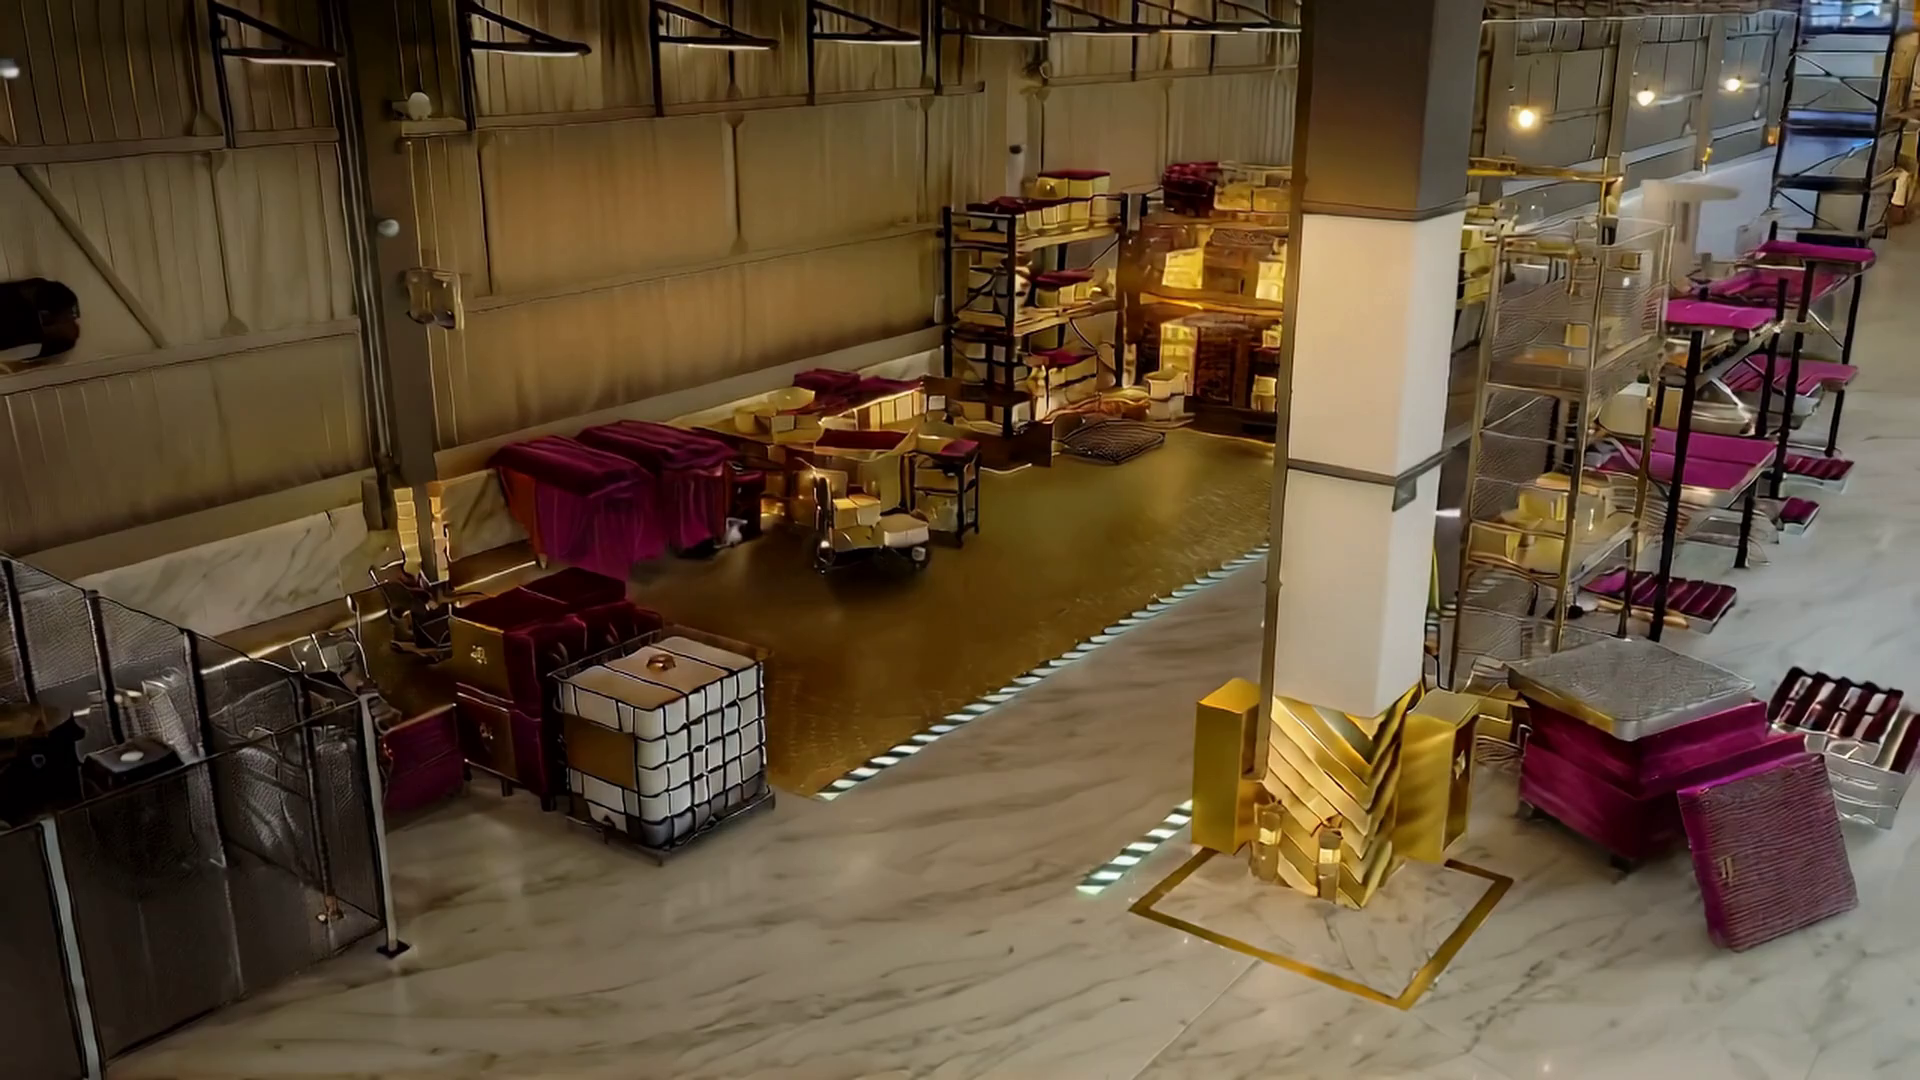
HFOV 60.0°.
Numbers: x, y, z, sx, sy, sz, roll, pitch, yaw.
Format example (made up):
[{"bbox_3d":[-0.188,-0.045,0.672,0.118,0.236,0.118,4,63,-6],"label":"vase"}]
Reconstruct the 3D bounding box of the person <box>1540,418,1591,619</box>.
[{"bbox_3d":[5.716,-0.207,15.743,0.362,1.939,0.542,-11,21,-29],"label":"person"}]

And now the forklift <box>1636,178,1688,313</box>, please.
[{"bbox_3d":[11.442,-4.517,27.445,1.873,2.768,1.129,-1,18,-4],"label":"forklift"}]
